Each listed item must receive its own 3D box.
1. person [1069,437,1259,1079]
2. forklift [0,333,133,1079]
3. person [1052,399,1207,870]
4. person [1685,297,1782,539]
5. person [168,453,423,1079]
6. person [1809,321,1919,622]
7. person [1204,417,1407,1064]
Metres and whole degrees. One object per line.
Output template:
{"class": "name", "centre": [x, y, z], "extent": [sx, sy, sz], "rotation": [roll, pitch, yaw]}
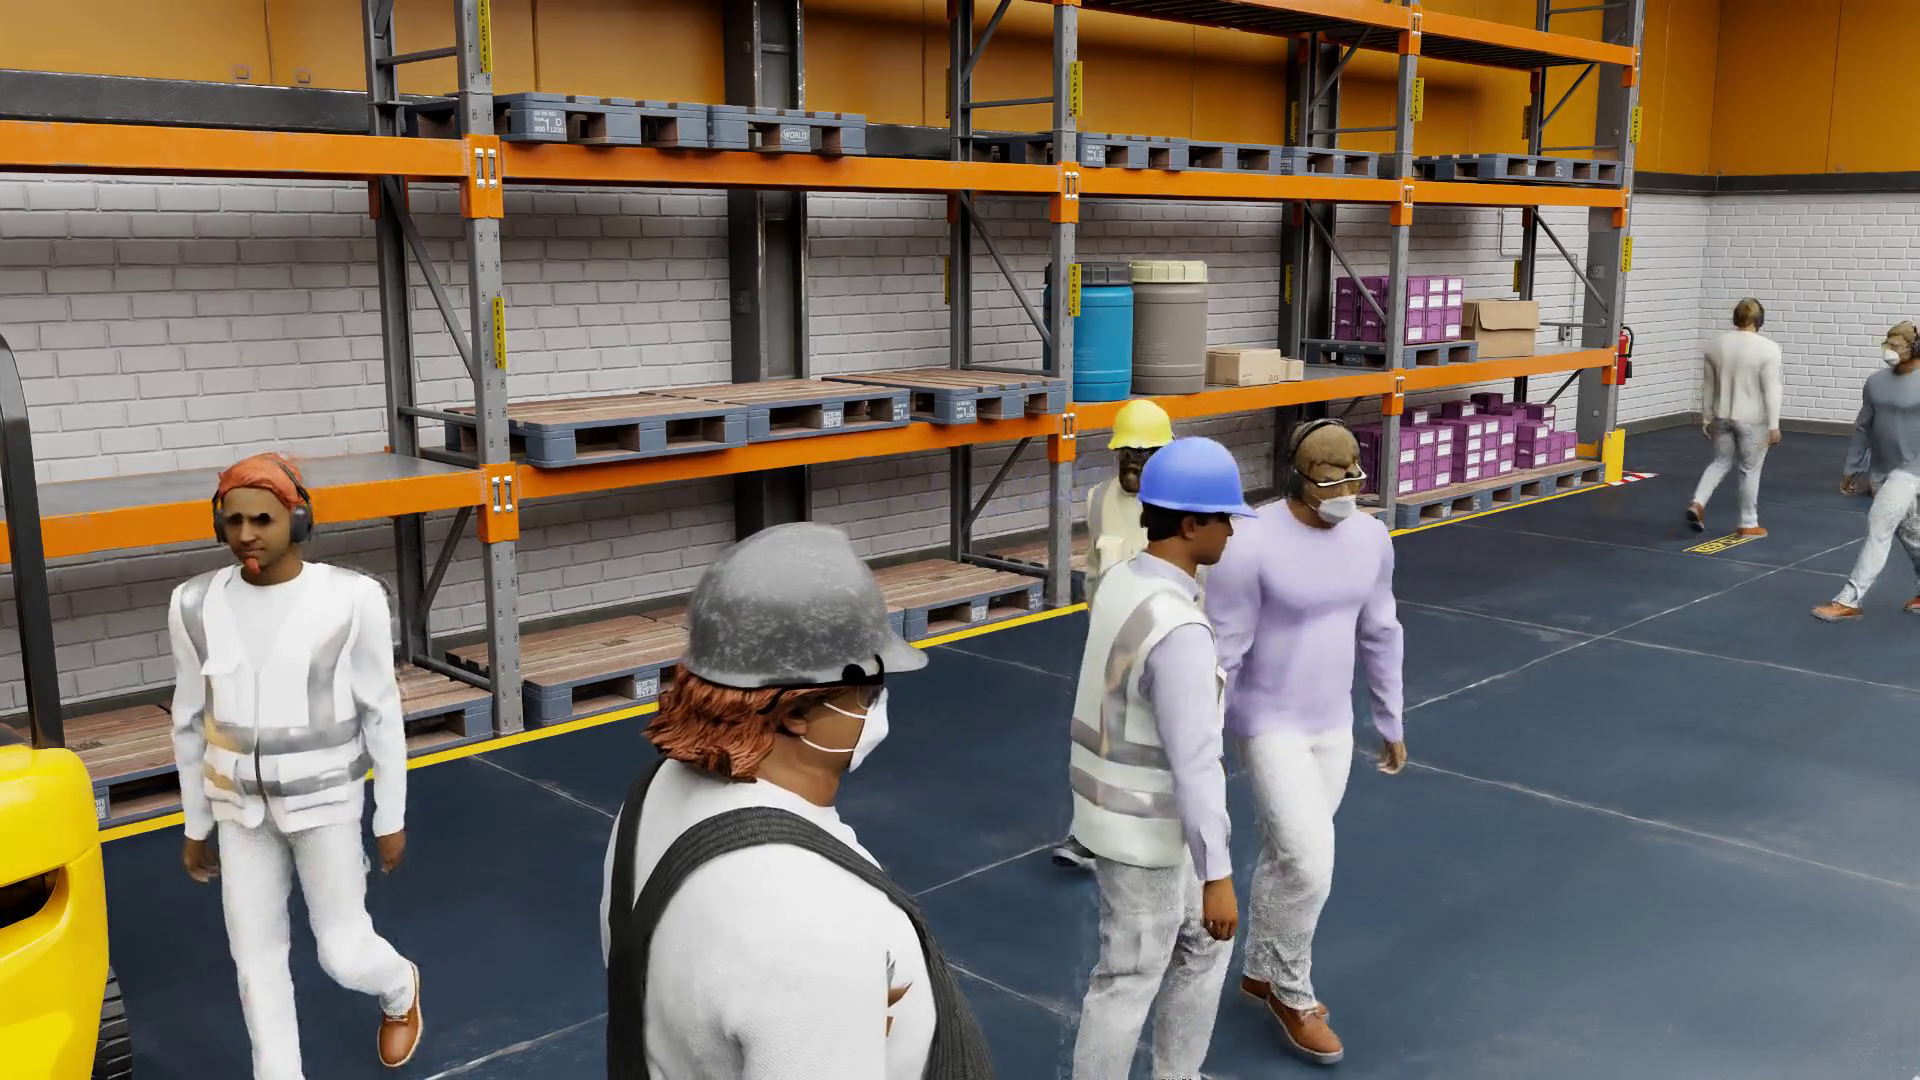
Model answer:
{"class": "person", "centre": [0.558, 0.702, 4.113], "extent": [0.677, 1.919, 0.657], "rotation": [-1, 10, -4]}
{"class": "forklift", "centre": [-3.289, 0.485, 4.582], "extent": [1.214, 2.155, 2.313], "rotation": [-10, 14, -44]}
{"class": "person", "centre": [0.692, 0.366, 6.325], "extent": [0.606, 1.781, 0.910], "rotation": [6, 12, 28]}
{"class": "person", "centre": [6.142, -0.945, 13.109], "extent": [0.684, 1.924, 0.648], "rotation": [-6, 12, -29]}
{"class": "person", "centre": [-1.726, 0.688, 4.364], "extent": [0.590, 1.867, 0.652], "rotation": [1, 10, 3]}
{"class": "person", "centre": [5.878, -0.429, 10.438], "extent": [1.048, 1.886, 0.644], "rotation": [-2, 11, -11]}
{"class": "person", "centre": [1.004, 0.581, 4.856], "extent": [0.745, 1.897, 0.651], "rotation": [-7, 12, -33]}
